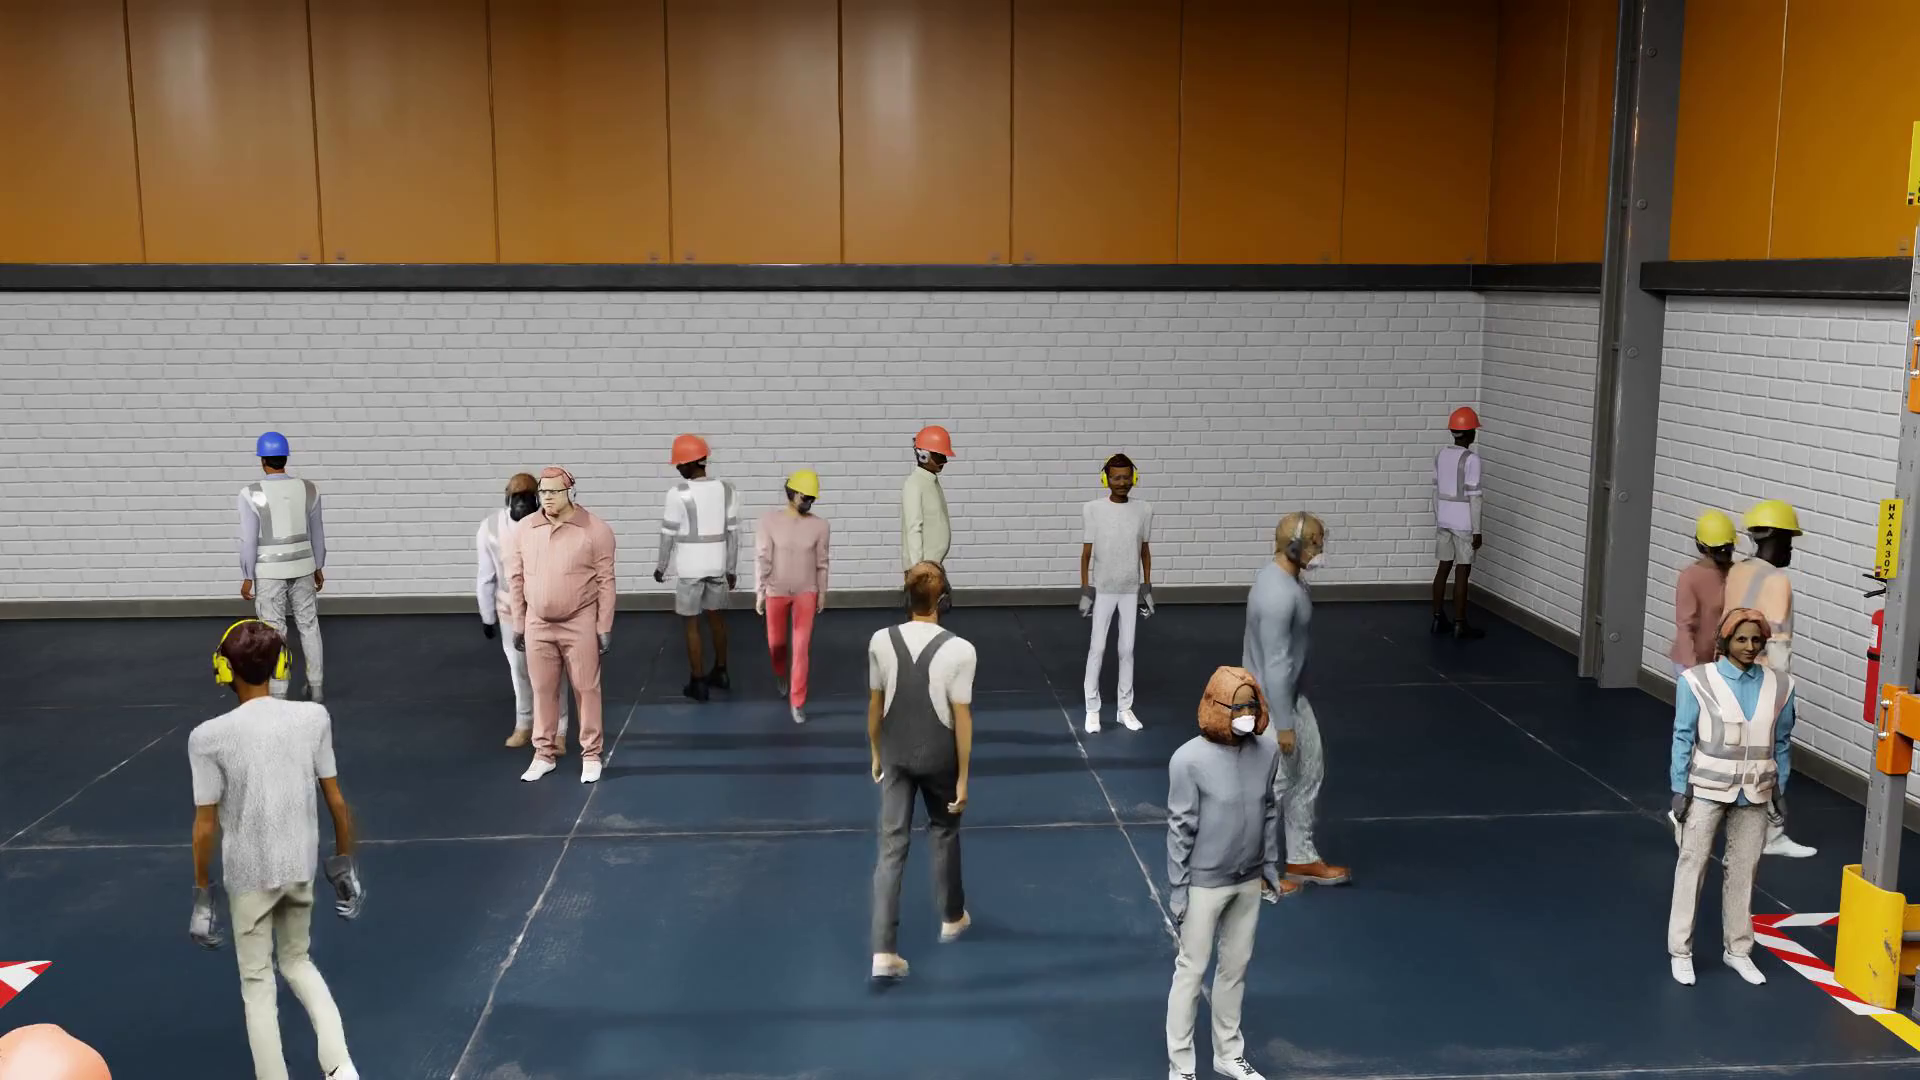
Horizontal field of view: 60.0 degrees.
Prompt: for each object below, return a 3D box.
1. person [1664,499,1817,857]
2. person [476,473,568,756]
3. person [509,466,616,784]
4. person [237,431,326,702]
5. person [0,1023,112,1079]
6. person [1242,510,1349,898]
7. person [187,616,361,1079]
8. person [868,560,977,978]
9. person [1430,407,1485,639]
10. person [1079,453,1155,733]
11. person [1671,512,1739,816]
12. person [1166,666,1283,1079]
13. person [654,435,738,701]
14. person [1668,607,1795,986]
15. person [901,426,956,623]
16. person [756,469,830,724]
[{"bbox_3d":[4.123,0.730,8.652,0.704,1.881,0.620,2,9,10],"label":"person"},{"bbox_3d":[-2.724,0.474,10.519,0.651,1.807,0.682,-1,9,-7],"label":"person"},{"bbox_3d":[-2.387,0.508,9.950,0.648,1.907,0.409,1,9,6],"label":"person"},{"bbox_3d":[-4.761,0.211,11.685,0.404,1.945,0.615,8,12,41],"label":"person"},{"bbox_3d":[-1.345,1.677,2.522,0.549,1.932,0.373,-5,10,-28],"label":"person"},{"bbox_3d":[1.582,0.798,8.076,0.459,1.926,0.659,2,9,14],"label":"person"},{"bbox_3d":[-2.401,1.195,5.811,0.435,1.849,0.548,8,12,40],"label":"person"},{"bbox_3d":[-0.196,0.997,7.288,0.527,1.811,0.949,2,9,15],"label":"person"},{"bbox_3d":[4.186,-0.145,13.936,0.348,1.942,0.548,-4,10,-24],"label":"person"},{"bbox_3d":[1.049,0.352,11.061,0.514,1.866,0.327,-2,9,-11],"label":"person"},{"bbox_3d":[4.213,0.695,9.364,0.540,1.732,0.373,-5,10,-29],"label":"person"},{"bbox_3d":[0.970,1.256,6.102,0.507,1.632,0.268,-5,11,-30],"label":"person"},{"bbox_3d":[-1.889,0.196,11.954,0.608,1.907,0.485,-8,12,-42],"label":"person"},{"bbox_3d":[3.287,1.091,7.121,0.511,1.641,0.307,0,9,-1],"label":"person"},{"bbox_3d":[-0.224,0.185,11.730,0.392,1.986,0.610,2,9,11],"label":"person"},{"bbox_3d":[-1.161,0.347,11.558,0.518,1.717,0.817,-1,9,-7],"label":"person"}]
